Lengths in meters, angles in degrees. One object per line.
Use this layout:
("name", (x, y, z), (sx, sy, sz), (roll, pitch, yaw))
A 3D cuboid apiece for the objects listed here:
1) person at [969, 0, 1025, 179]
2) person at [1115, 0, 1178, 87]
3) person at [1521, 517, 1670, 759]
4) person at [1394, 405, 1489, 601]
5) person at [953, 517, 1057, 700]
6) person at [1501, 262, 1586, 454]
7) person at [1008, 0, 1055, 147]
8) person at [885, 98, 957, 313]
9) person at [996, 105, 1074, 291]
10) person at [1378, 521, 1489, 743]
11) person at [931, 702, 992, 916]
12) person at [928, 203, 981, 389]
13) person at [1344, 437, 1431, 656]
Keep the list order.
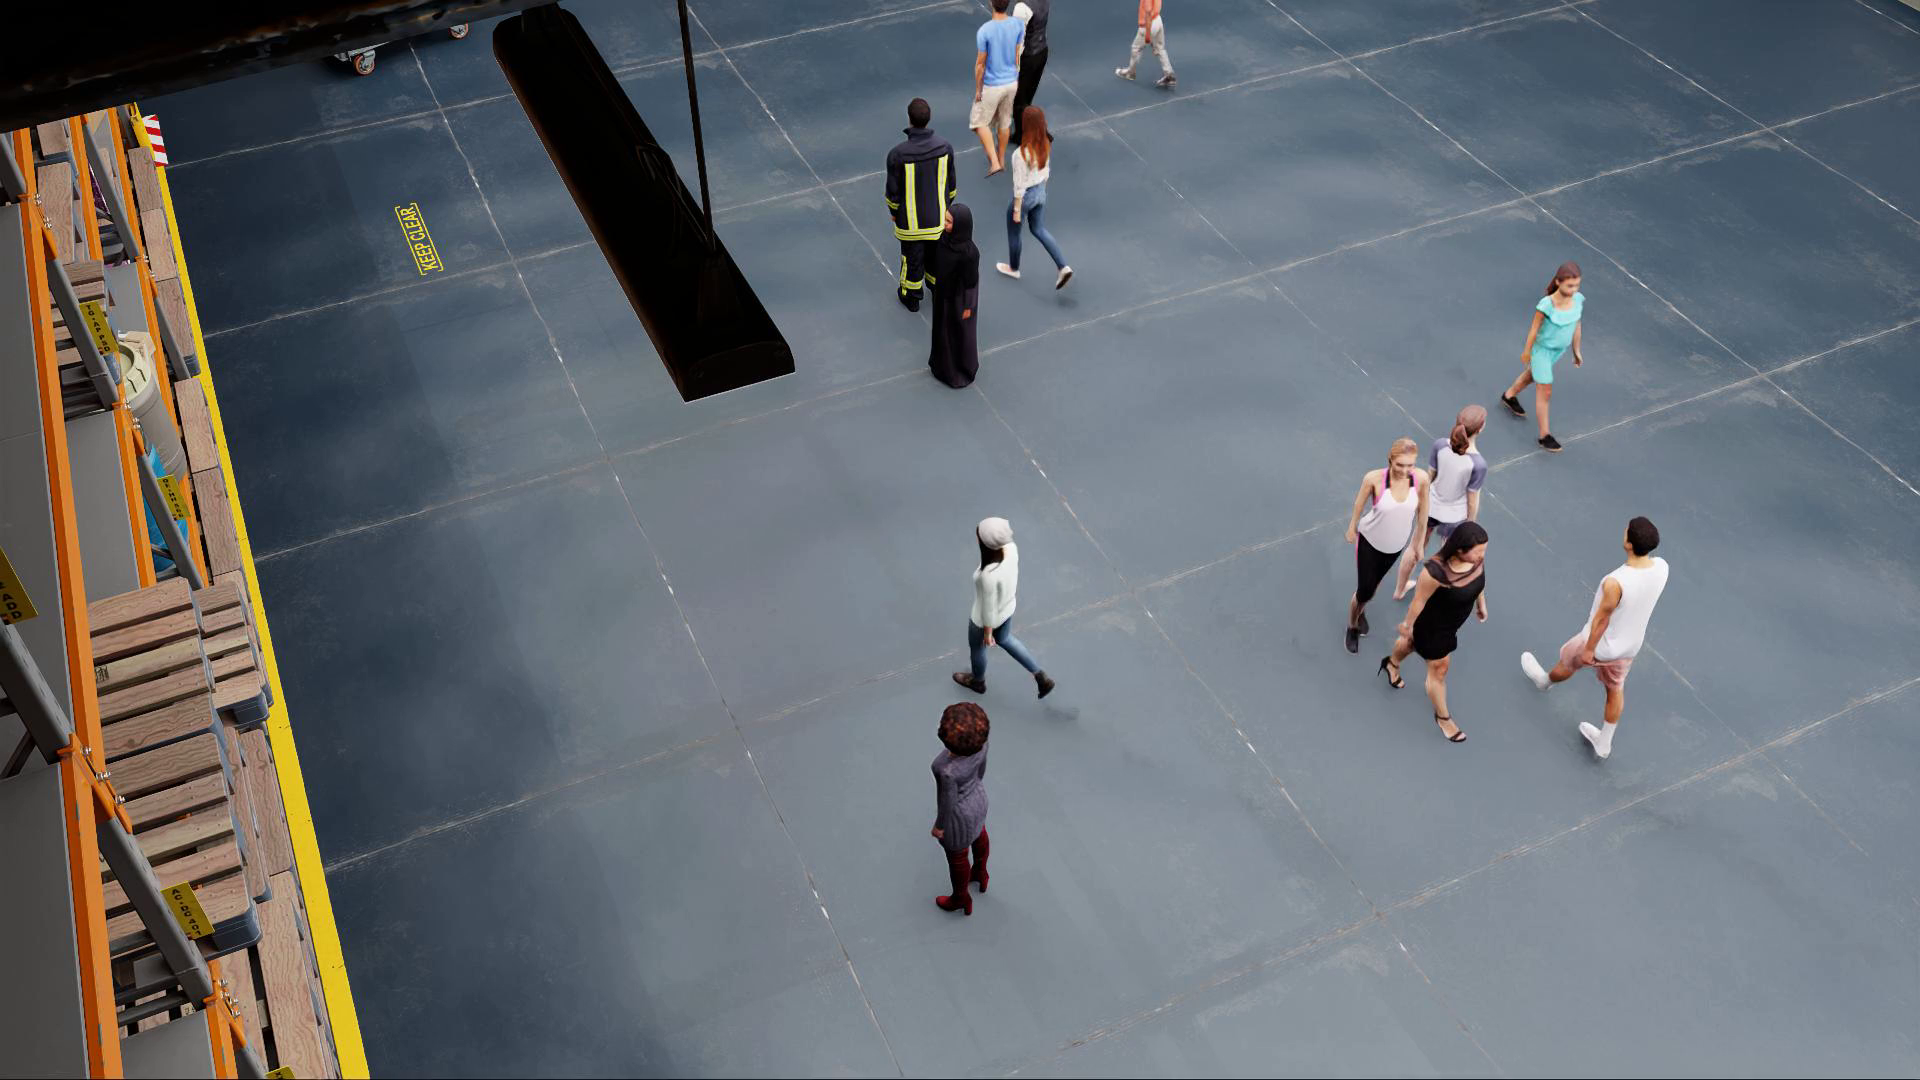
("person", (0.392, -4.187, 15.372), (0.645, 1.851, 0.811), (-18, 46, -18))
("person", (1.992, -5.194, 16.832), (0.960, 1.295, 0.796), (25, 49, 24))
("person", (4.109, 0.668, 10.360), (0.712, 1.735, 1.091), (-15, 46, -15))
("person", (3.273, -0.193, 11.243), (0.589, 1.764, 0.703), (34, 53, 30))
("person", (0.293, 0.469, 10.644), (1.040, 1.631, 0.928), (18, 47, 18))
("person", (4.485, -1.503, 12.795), (0.589, 1.519, 1.027), (-16, 46, -16))
("person", (0.695, -4.506, 15.669), (1.053, 1.903, 0.954), (26, 50, 25))
("person", (-0.317, -2.777, 13.836), (0.785, 1.928, 0.663), (-15, 46, -15))
("person", (0.647, -2.861, 14.085), (1.101, 1.707, 0.840), (32, 52, 29))
("person", (2.967, 0.453, 10.630), (0.863, 1.674, 1.098), (-32, 52, -29))
("person", (0.021, 1.531, 9.472), (0.676, 1.711, 0.667), (26, 49, 25))
("person", (-0.027, -1.960, 13.206), (0.688, 1.615, 0.557), (-23, 48, -23))
("person", (2.810, -0.070, 11.108), (0.737, 1.772, 0.796), (-4, 44, -4))
